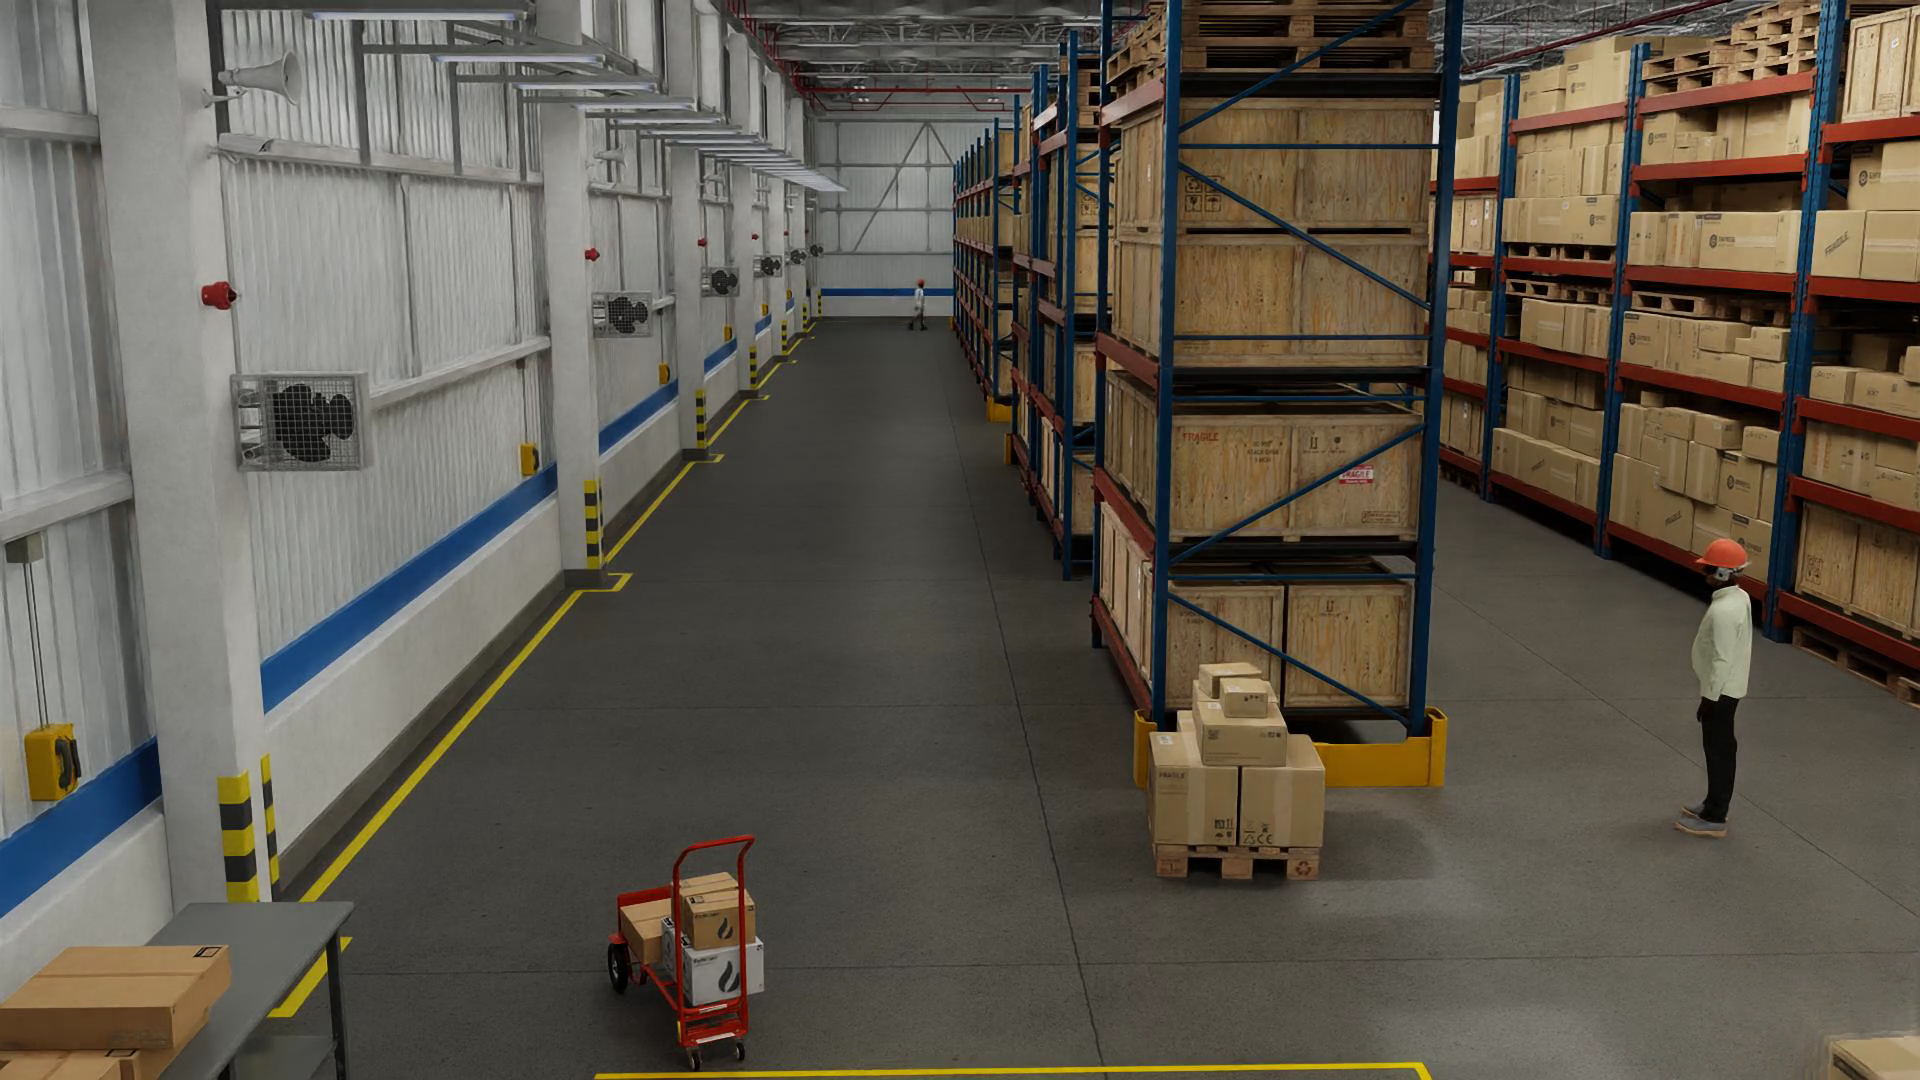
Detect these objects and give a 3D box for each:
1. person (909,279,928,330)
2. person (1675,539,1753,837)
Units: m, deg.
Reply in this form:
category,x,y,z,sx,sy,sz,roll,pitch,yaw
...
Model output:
category,x,y,z,sx,sy,sz,roll,pitch,yaw
person,-1.546,-8.734,61.825,0.747,1.918,0.550,-5,12,-25
person,5.043,0.976,11.079,0.378,1.996,0.610,7,13,32
